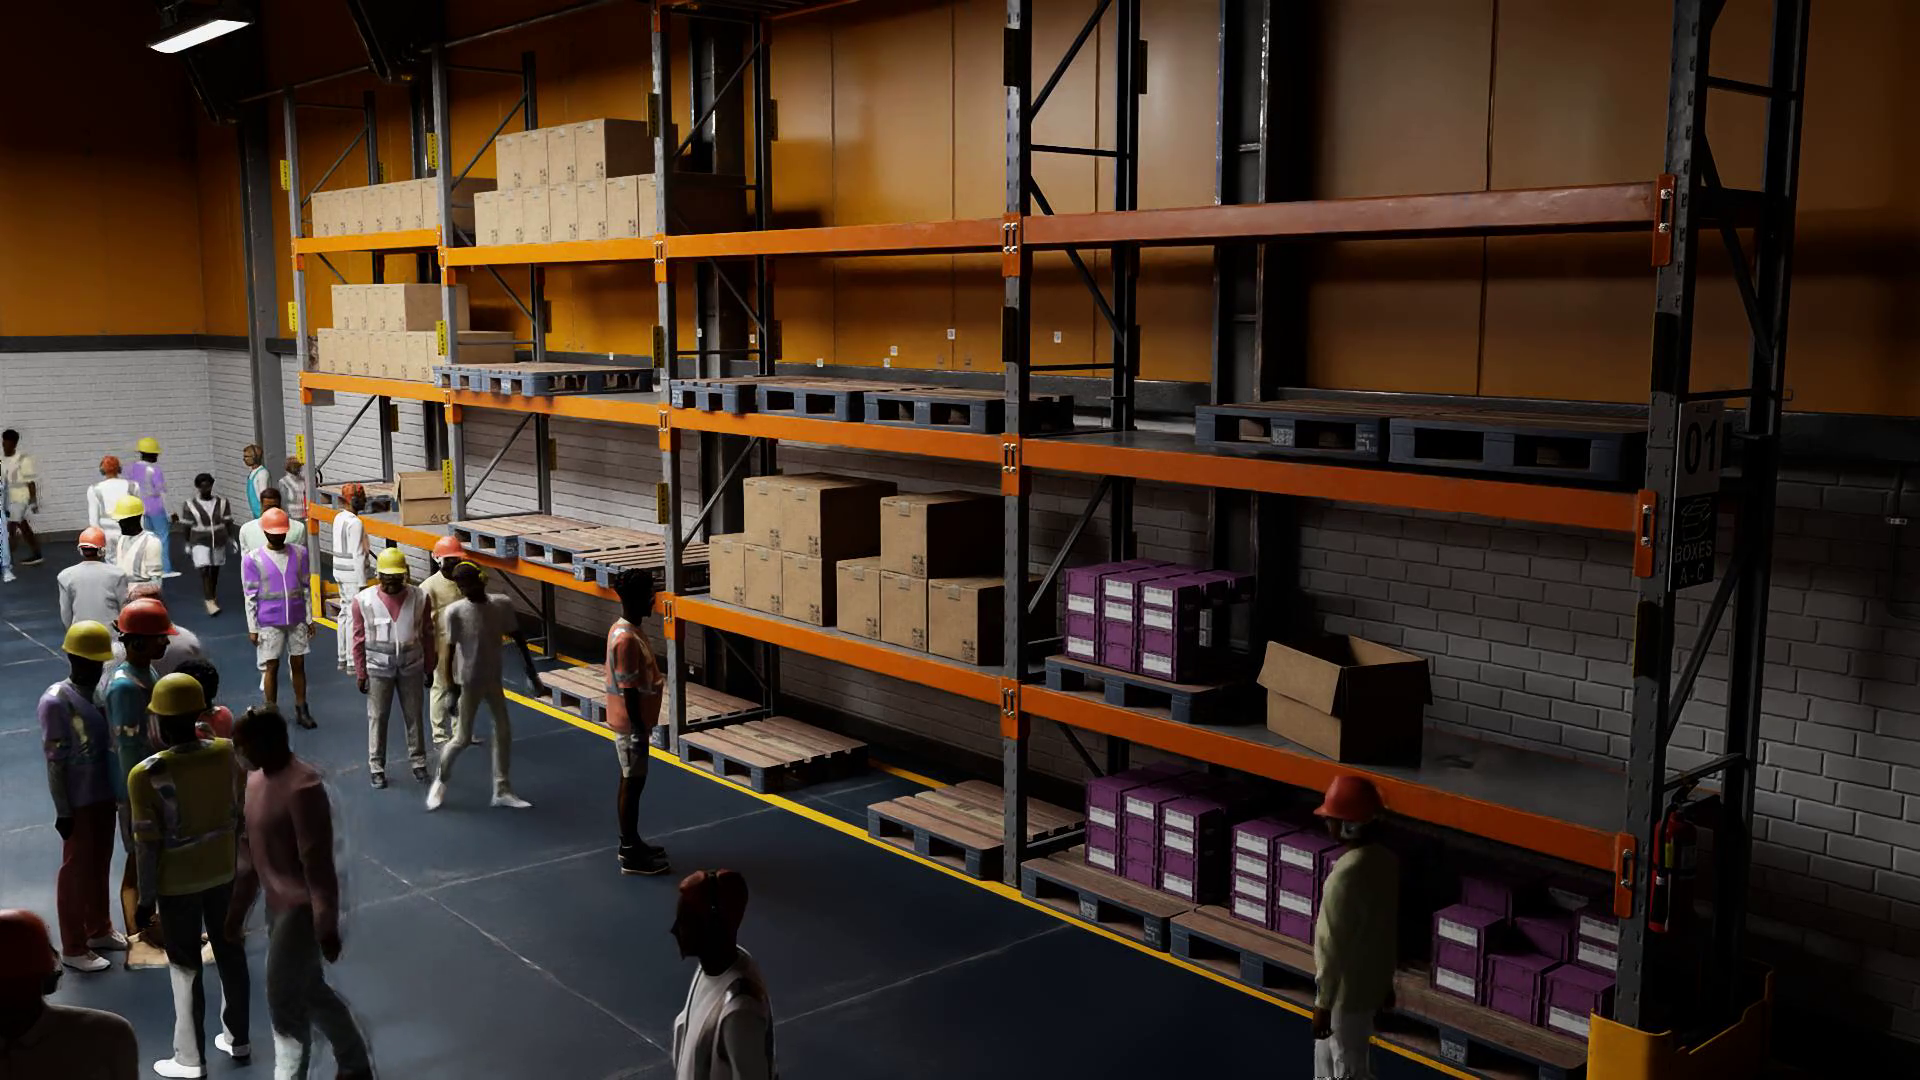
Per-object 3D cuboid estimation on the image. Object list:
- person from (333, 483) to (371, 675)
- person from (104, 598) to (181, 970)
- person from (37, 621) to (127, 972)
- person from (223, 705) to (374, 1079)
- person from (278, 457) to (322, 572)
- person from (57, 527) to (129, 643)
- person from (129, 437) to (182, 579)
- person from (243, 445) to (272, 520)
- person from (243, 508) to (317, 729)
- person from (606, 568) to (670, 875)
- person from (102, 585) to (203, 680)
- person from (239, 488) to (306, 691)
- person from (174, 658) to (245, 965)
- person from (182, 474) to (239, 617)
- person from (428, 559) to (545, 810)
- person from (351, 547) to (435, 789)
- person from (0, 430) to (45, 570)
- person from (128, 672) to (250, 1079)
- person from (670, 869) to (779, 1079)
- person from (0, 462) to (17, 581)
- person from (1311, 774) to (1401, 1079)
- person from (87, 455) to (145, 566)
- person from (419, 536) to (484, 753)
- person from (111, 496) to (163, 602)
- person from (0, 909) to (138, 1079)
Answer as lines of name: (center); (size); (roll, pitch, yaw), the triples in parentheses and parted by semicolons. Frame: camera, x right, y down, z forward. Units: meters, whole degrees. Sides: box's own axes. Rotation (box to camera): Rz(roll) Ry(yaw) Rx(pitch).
person: (-5.958, 0.376, 16.321); (0.350, 1.877, 0.578); (-6, 10, -37)
person: (-4.453, 1.328, 9.148); (0.403, 2.035, 0.606); (-2, 8, -15)
person: (-4.768, 1.384, 9.145); (0.386, 1.917, 0.593); (0, 8, 3)
person: (-2.964, 1.655, 7.421); (0.720, 1.885, 0.675); (-7, 11, -40)
person: (-8.717, -0.309, 21.978); (0.314, 1.606, 0.661); (3, 9, 20)
person: (-7.273, 0.760, 14.055); (0.560, 1.752, 0.325); (-2, 8, -12)
person: (-10.541, -0.405, 21.686); (0.613, 1.888, 0.653); (5, 9, 29)
person: (-8.895, -0.299, 21.145); (0.343, 1.838, 0.506); (-5, 10, -33)
person: (-5.733, 0.676, 14.066); (0.550, 1.925, 0.391); (-7, 11, -41)
person: (-2.075, 1.146, 10.638); (0.367, 1.966, 0.607); (-2, 8, -13)
person: (-5.168, 1.213, 10.457); (0.775, 1.884, 0.647); (3, 9, 23)
person: (-6.441, 0.451, 15.659); (0.587, 1.913, 0.396); (-3, 9, -21)
person: (-4.154, 1.488, 9.195); (0.318, 1.696, 0.532); (-1, 8, -7)
person: (-8.661, 0.057, 19.247); (0.549, 1.644, 0.864); (-7, 11, -41)
person: (-3.443, 1.022, 11.955); (0.648, 1.844, 0.735); (6, 10, 38)
person: (-4.245, 0.953, 12.498); (0.590, 1.823, 0.404); (-4, 9, -26)
person: (-12.920, -0.553, 22.670); (0.627, 1.905, 0.970); (3, 9, 23)
person: (-3.606, 1.569, 7.821); (0.355, 1.930, 0.587); (5, 10, 31)
person: (-0.744, 1.956, 5.298); (0.354, 1.881, 0.576); (-3, 9, -17)
person: (-12.592, -0.366, 21.580); (0.998, 1.839, 0.627); (7, 11, 41)
person: (1.672, 1.816, 6.816); (0.759, 1.729, 0.562); (5, 10, 31)
person: (-9.844, -0.067, 19.446); (0.584, 1.860, 0.757); (-4, 9, -27)
person: (-4.127, 0.837, 13.507); (0.318, 1.756, 0.562); (4, 9, 23)
person: (-7.399, 0.547, 14.980); (0.600, 1.913, 0.405); (6, 10, 35)
person: (-2.627, 1.990, 4.714); (0.618, 1.986, 0.408); (-4, 9, -23)
